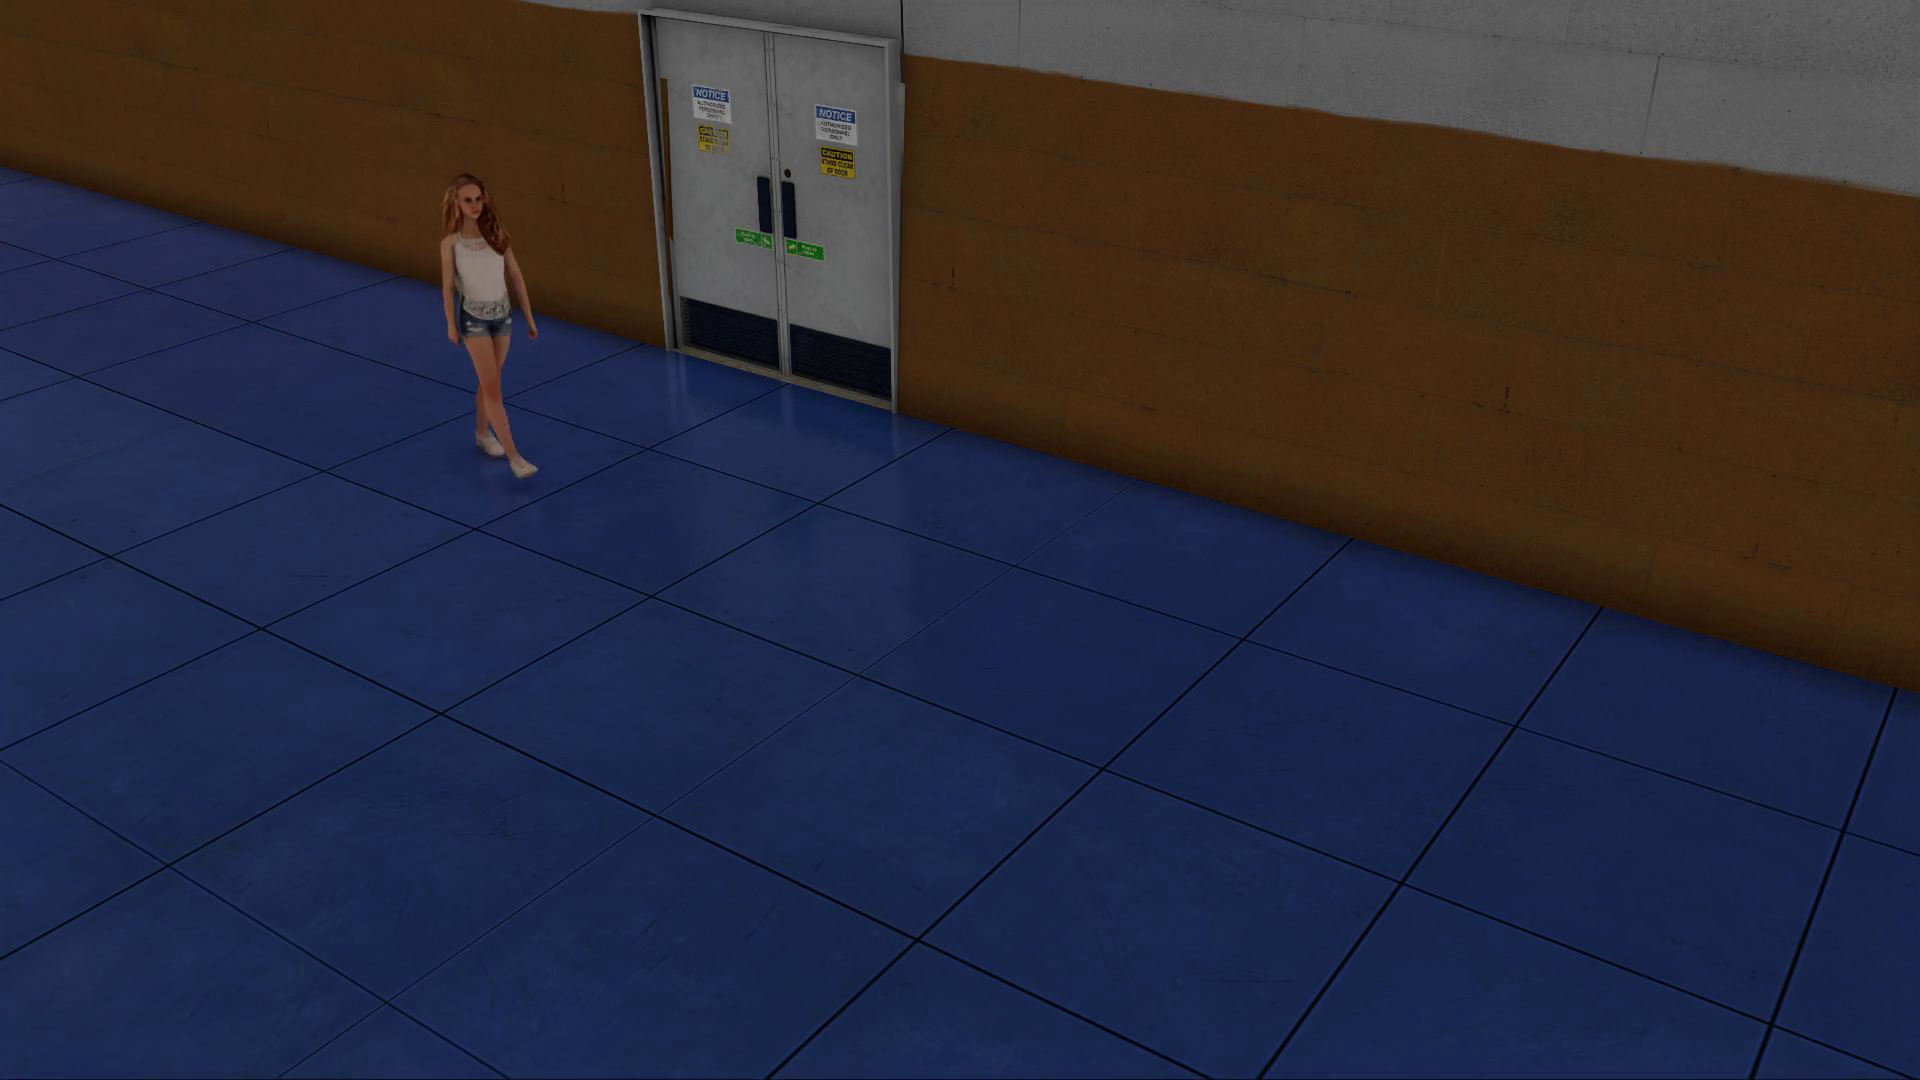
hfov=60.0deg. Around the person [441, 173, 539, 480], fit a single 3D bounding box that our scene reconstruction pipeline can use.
[{"bbox_3d":[-2.767,-1.246,9.560,0.764,1.723,1.036,24,36,39],"label":"person"}]
